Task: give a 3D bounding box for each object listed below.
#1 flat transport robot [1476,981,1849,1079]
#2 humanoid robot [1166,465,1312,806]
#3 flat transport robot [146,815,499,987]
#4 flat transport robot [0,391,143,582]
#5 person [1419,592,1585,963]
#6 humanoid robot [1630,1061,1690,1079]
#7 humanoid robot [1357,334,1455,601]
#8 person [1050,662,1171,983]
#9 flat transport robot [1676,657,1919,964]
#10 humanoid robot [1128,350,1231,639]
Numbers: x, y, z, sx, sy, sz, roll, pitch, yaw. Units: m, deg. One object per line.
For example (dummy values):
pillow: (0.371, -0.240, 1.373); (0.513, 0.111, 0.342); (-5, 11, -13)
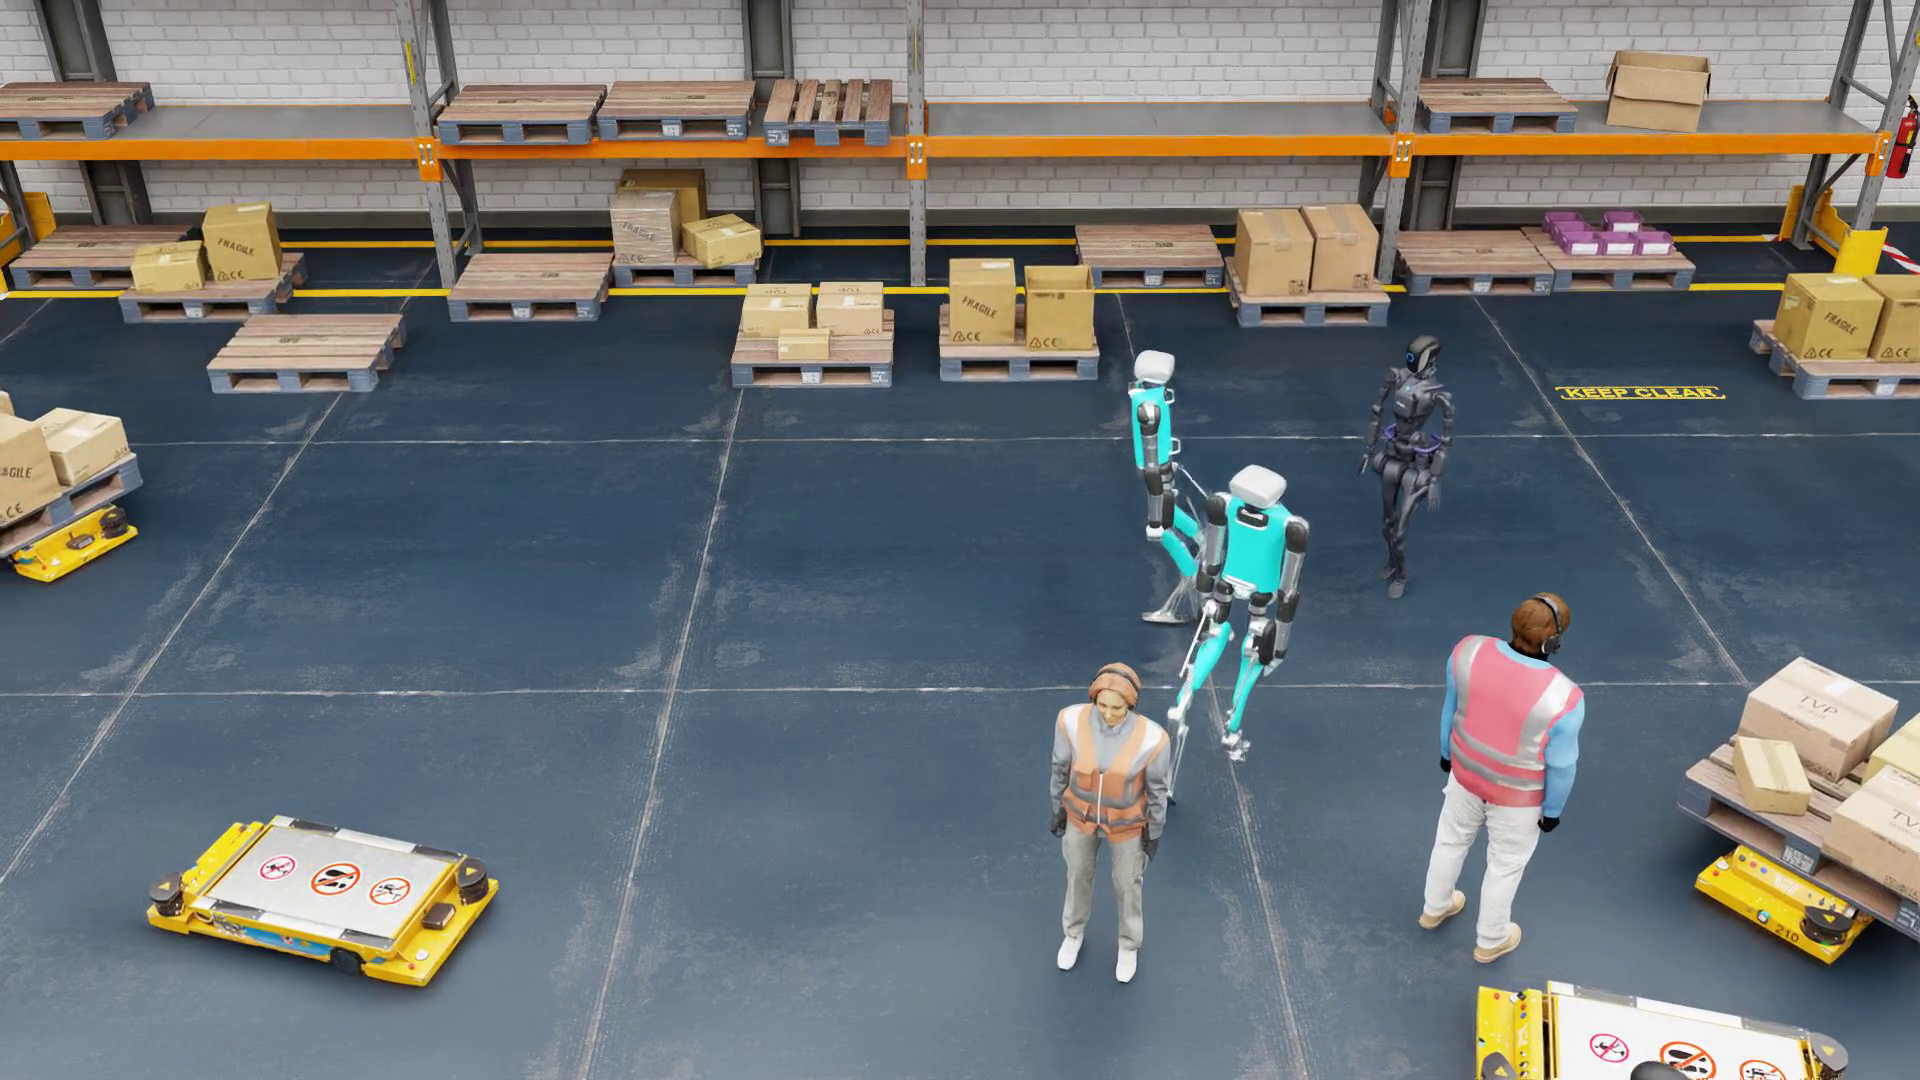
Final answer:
flat transport robot: (2.851, 2.188, 6.768); (1.431, 0.231, 0.659); (8, 32, 13)
humanoid robot: (1.233, 0.581, 8.071); (0.531, 1.784, 1.032); (20, 36, 30)
flat transport robot: (-2.941, 1.638, 7.684); (1.431, 0.231, 0.659); (8, 32, 14)
flat transport robot: (-6.020, -0.116, 10.604); (1.431, 0.231, 0.659); (15, 34, 23)
person: (2.345, 1.021, 7.198); (0.431, 1.837, 0.630); (-25, 39, -36)
humanoid robot: (2.038, 2.232, 5.339); (0.409, 1.640, 0.604); (25, 39, 35)
humanoid robot: (2.614, -0.452, 9.796); (0.457, 1.642, 0.600); (-22, 38, -32)
person: (0.628, 1.199, 7.092); (0.506, 1.629, 0.314); (11, 33, 18)
flat transport robot: (4.214, 1.466, 7.970); (1.431, 0.231, 0.659); (-23, 38, -33)
humanoid robot: (1.287, -0.164, 9.373); (0.759, 1.894, 0.538); (3, 31, 5)
